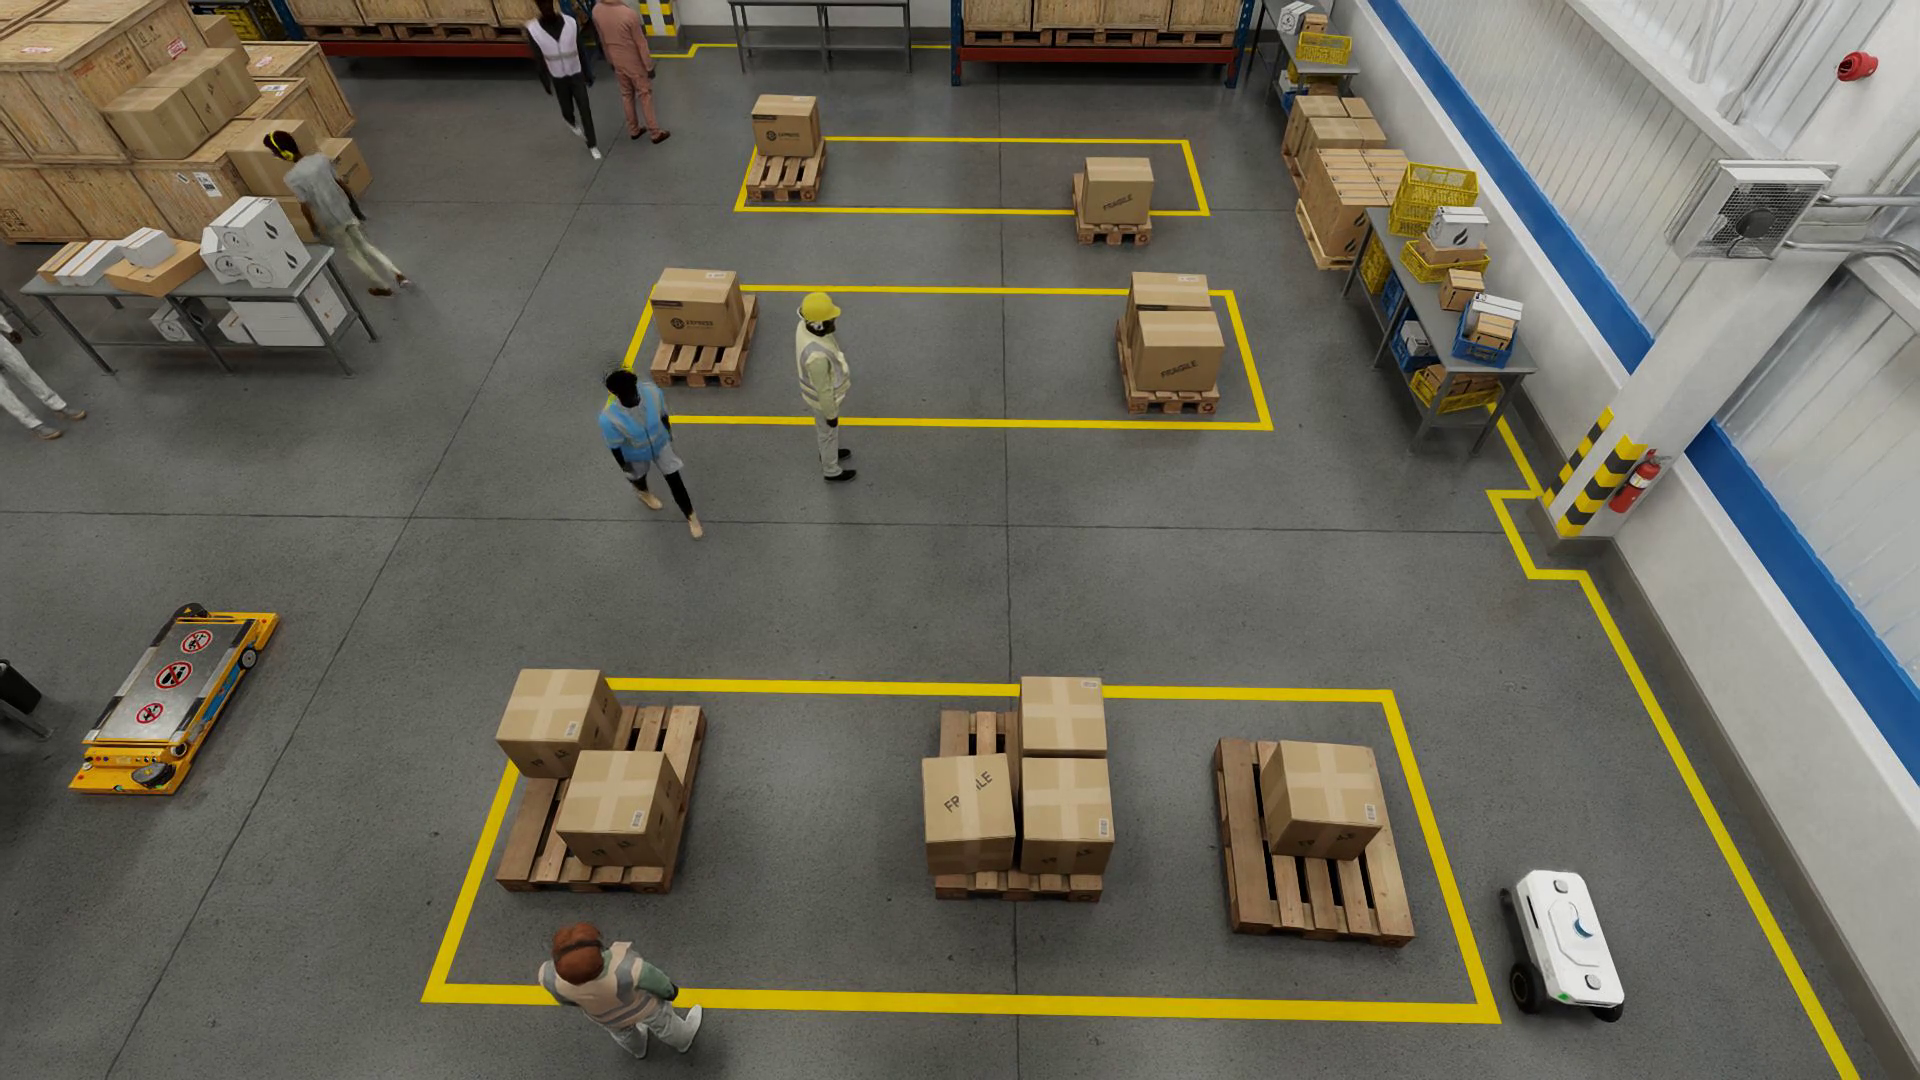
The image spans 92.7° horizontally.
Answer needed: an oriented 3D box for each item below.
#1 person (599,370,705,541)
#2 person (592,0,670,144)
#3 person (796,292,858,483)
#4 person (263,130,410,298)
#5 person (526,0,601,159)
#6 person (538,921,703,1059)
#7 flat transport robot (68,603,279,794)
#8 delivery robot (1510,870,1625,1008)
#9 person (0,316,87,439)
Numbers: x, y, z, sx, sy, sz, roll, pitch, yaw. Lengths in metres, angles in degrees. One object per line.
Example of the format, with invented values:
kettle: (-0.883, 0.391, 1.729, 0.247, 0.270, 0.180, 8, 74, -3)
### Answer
person: (-2.400, -0.693, 7.030, 0.558, 1.640, 0.889, -33, 57, -25)
person: (-4.054, -5.891, 11.281, 0.643, 1.898, 0.398, 18, 52, 15)
person: (-1.074, -1.200, 7.356, 0.403, 1.827, 0.597, -10, 50, -8)
person: (-6.065, -3.124, 8.976, 0.446, 1.837, 0.552, 17, 52, 14)
person: (-4.787, -5.663, 11.085, 0.603, 1.897, 0.716, -23, 54, -18)
person: (-1.666, 2.263, 4.542, 0.523, 1.640, 0.306, -3, 50, -3)
flat transport robot: (-5.504, 1.072, 6.442, 0.652, 0.197, 1.431, 1, 50, 1)
delivery robot: (3.440, 2.257, 5.195, 0.477, 0.478, 0.707, 4, 50, 3)
person: (-8.281, -1.668, 7.717, 0.357, 1.880, 0.564, 11, 51, 9)
